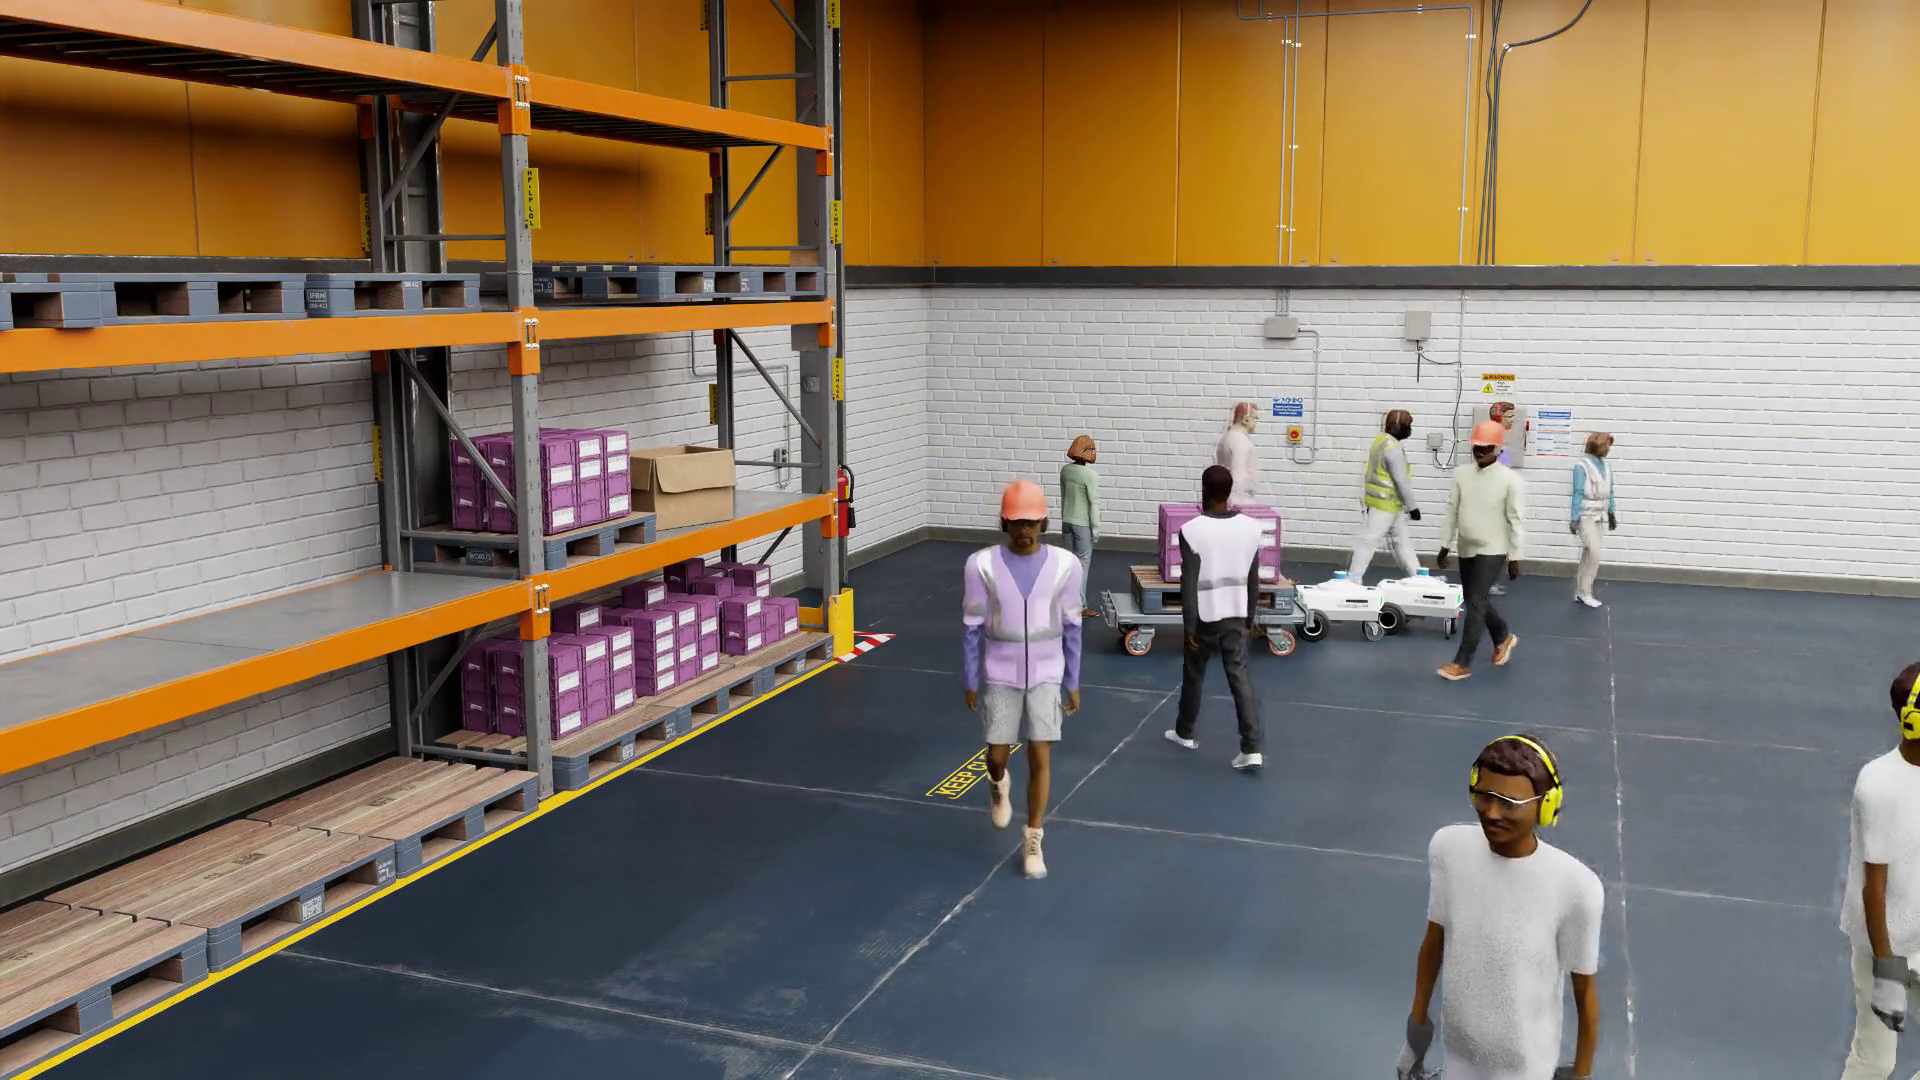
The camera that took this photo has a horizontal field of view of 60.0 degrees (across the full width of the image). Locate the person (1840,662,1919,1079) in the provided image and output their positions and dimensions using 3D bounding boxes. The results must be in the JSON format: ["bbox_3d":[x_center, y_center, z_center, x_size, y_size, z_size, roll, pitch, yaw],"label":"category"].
[{"bbox_3d":[2.978,1.290,5.204,0.535,1.850,0.475,-6,11,-31],"label":"person"}]

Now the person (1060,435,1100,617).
[{"bbox_3d":[1.065,-0.124,14.804,0.280,1.624,0.494,-7,11,-36],"label":"person"}]

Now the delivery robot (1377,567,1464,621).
[{"bbox_3d":[3.910,0.476,14.083,0.707,0.478,0.477,4,10,23],"label":"delivery robot"}]

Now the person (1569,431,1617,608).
[{"bbox_3d":[5.790,-0.180,15.171,0.593,1.625,0.483,-7,11,-38],"label":"person"}]

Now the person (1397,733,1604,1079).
[{"bbox_3d":[1.508,1.396,4.569,0.725,1.846,0.530,-7,12,-39],"label":"person"}]

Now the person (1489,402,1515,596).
[{"bbox_3d":[5.066,-0.401,15.860,0.378,1.841,0.584,3,10,19],"label":"person"}]

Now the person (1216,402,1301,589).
[{"bbox_3d":[2.671,-0.358,15.557,1.012,1.847,0.653,-1,9,-6],"label":"person"}]

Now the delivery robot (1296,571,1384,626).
[{"bbox_3d":[3.173,0.505,13.901,0.707,0.478,0.477,1,9,6],"label":"delivery robot"}]

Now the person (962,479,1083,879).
[{"bbox_3d":[0.318,0.671,8.573,0.617,2.027,0.704,0,9,-2],"label":"person"}]

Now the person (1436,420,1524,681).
[{"bbox_3d":[3.991,0.057,12.633,0.957,1.970,0.627,-6,11,-33],"label":"person"}]

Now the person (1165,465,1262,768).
[{"bbox_3d":[1.624,0.465,10.373,0.602,1.877,1.026,-3,10,-19],"label":"person"}]

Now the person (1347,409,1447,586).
[{"bbox_3d":[4.076,-0.323,15.523,0.995,1.783,0.629,1,9,9],"label":"person"}]
